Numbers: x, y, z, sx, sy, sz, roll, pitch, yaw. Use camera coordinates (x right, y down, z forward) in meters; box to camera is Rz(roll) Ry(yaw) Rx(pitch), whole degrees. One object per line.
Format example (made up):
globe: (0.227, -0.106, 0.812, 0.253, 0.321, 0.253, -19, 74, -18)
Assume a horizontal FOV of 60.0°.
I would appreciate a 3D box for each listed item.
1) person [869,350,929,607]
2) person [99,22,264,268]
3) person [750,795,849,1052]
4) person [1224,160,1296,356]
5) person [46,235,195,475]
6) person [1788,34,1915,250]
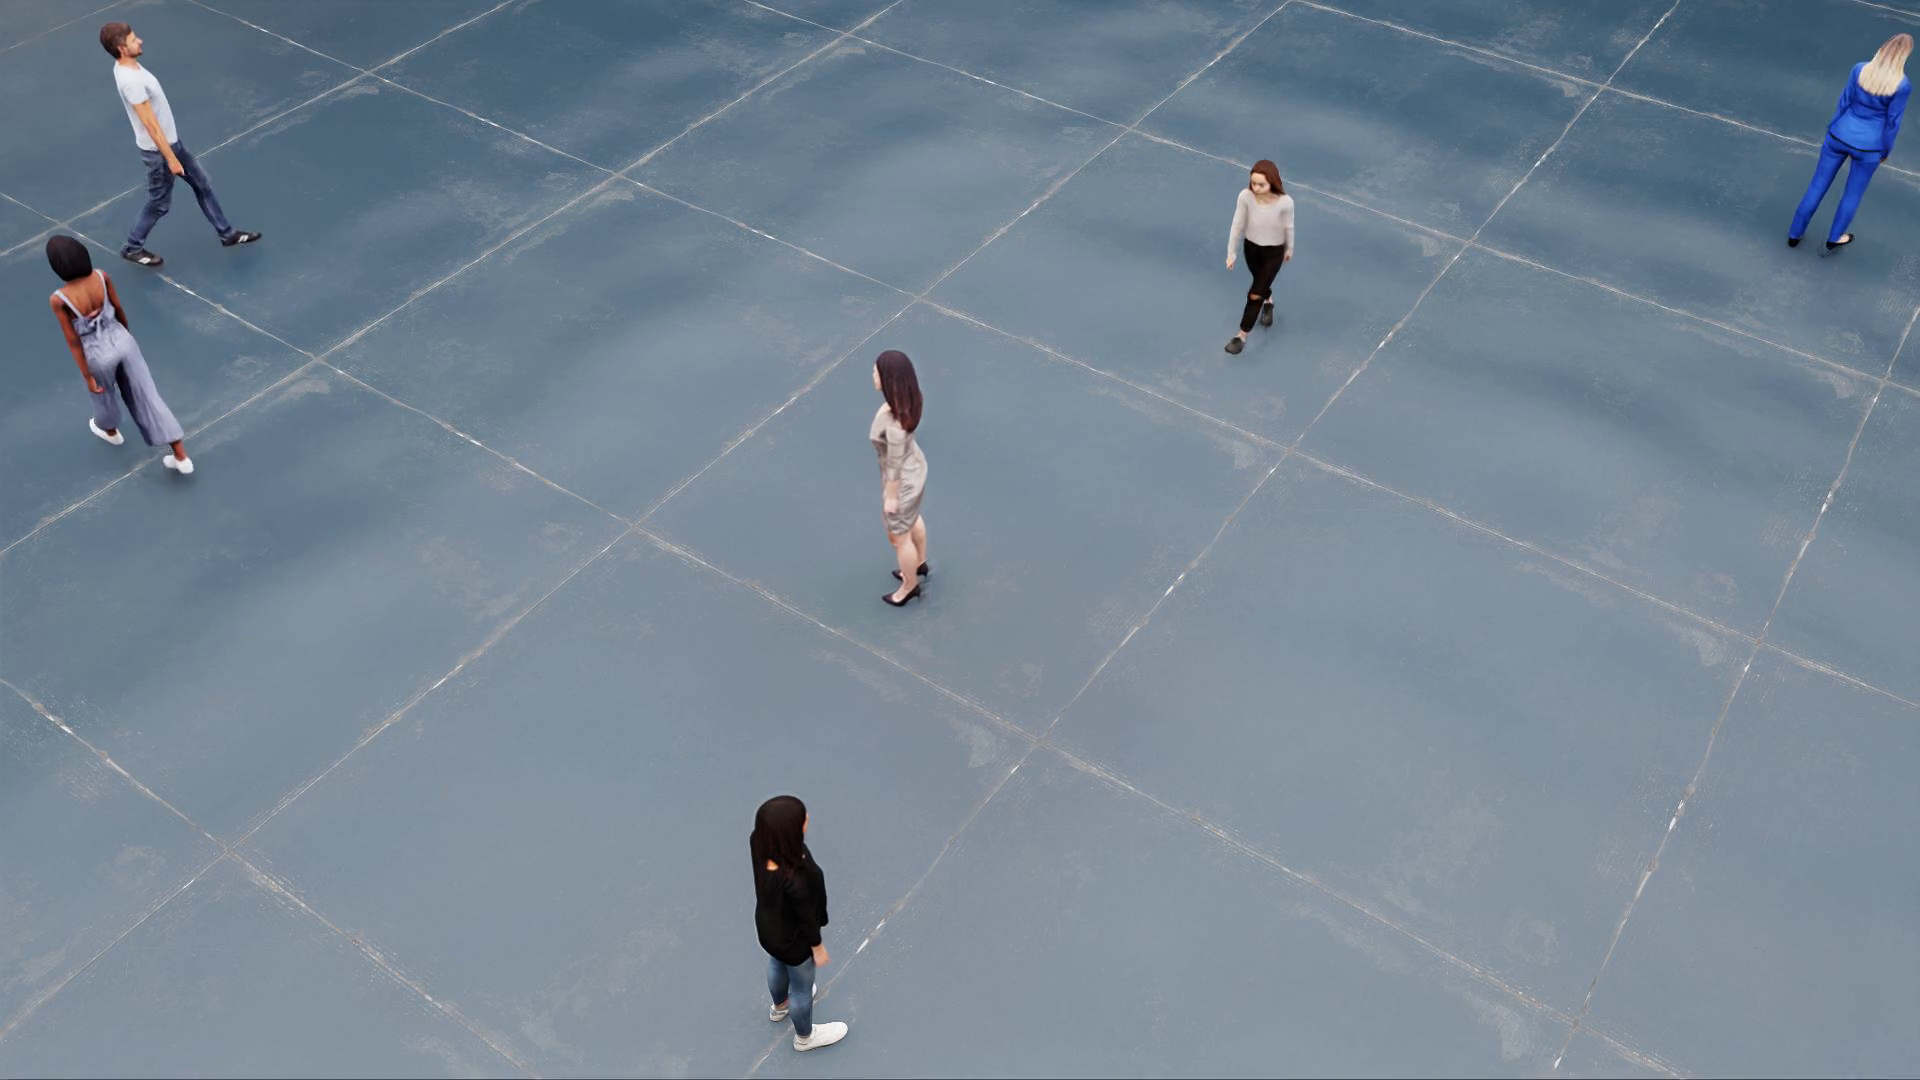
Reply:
person: (-0.318, -0.328, 9.290, 0.655, 1.744, 0.657, 6, 43, 6)
person: (-5.782, -2.745, 11.818, 1.137, 1.828, 1.224, -16, 45, -16)
person: (-0.745, 1.661, 7.232, 0.696, 1.646, 0.556, -26, 49, -25)
person: (2.097, -1.996, 11.312, 0.972, 1.423, 0.712, 16, 45, 16)
person: (-5.131, -1.074, 10.161, 1.105, 1.647, 0.598, 27, 49, 26)
person: (6.442, -2.841, 12.018, 0.680, 1.695, 0.763, 33, 52, 30)
